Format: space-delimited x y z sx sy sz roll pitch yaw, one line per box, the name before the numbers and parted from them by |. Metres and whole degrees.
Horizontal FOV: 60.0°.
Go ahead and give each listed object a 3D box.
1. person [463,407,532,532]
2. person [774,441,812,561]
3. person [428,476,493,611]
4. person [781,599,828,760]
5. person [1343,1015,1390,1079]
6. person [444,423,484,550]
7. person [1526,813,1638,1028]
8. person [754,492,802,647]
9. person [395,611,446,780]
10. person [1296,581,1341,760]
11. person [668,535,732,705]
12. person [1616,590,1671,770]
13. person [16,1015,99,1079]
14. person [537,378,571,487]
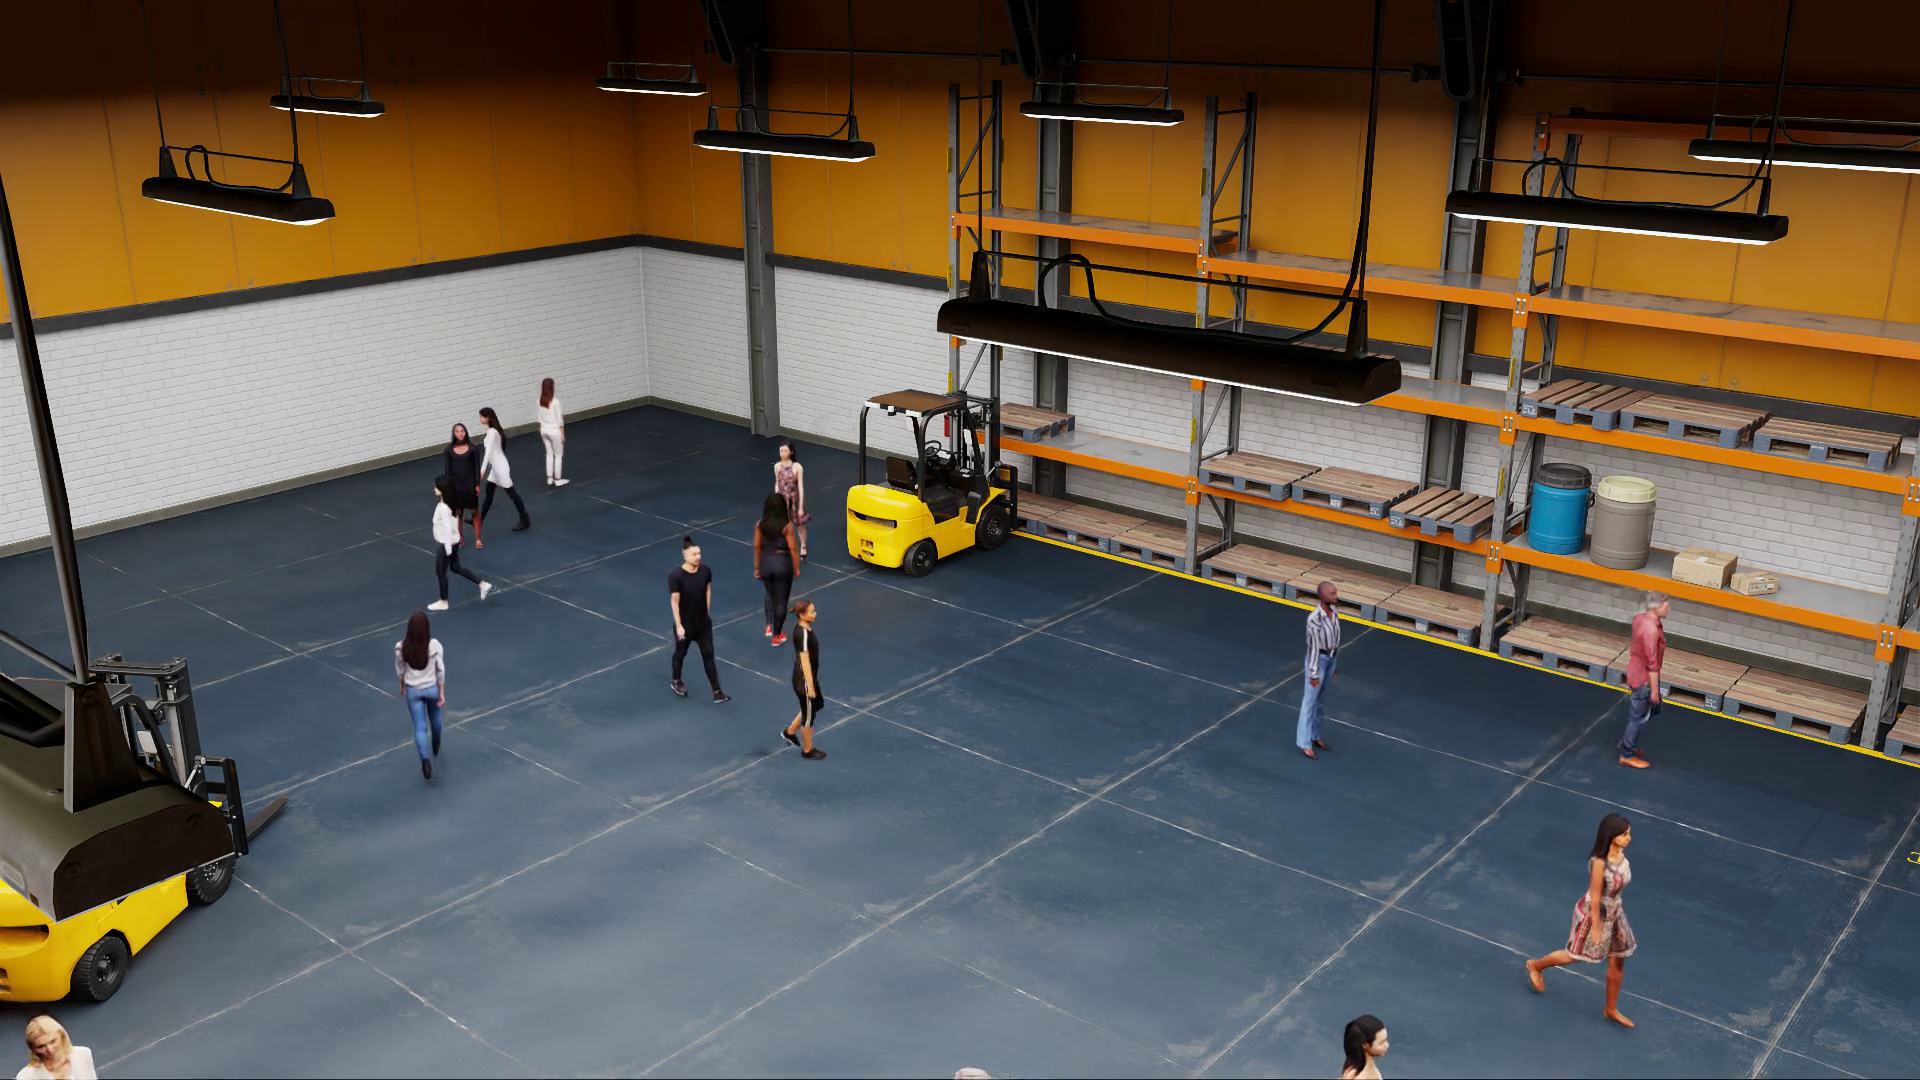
person | -6.239 -0.939 22.899 1.137 1.752 1.157 -5 19 -15
person | -2.133 -0.422 21.404 1.172 1.727 1.005 5 19 14
person | -6.100 0.038 20.105 1.063 1.683 1.022 -3 19 -9
person | -1.579 1.355 16.230 0.843 1.661 0.783 -1 19 -4
person | 2.225 3.515 9.734 0.874 1.714 0.777 4 19 10
person | -6.650 -0.724 22.318 0.685 1.716 0.729 -3 19 -9
person | 4.599 2.741 12.183 0.728 1.617 1.098 -16 24 -39
person | -2.130 0.360 18.962 0.724 1.803 0.834 6 20 18
person | -5.132 1.514 15.880 0.964 1.583 1.174 -6 20 -17
person | 3.527 1.249 16.335 0.511 1.795 0.612 15 24 38
person | -2.893 0.834 17.536 0.852 1.814 1.228 -14 23 -36
person | 6.516 1.328 16.057 0.800 1.822 0.818 5 19 13
person | -5.179 3.522 9.579 1.164 1.798 0.600 14 23 35
person | -6.134 -1.610 24.996 0.703 1.685 0.761 8 20 21
